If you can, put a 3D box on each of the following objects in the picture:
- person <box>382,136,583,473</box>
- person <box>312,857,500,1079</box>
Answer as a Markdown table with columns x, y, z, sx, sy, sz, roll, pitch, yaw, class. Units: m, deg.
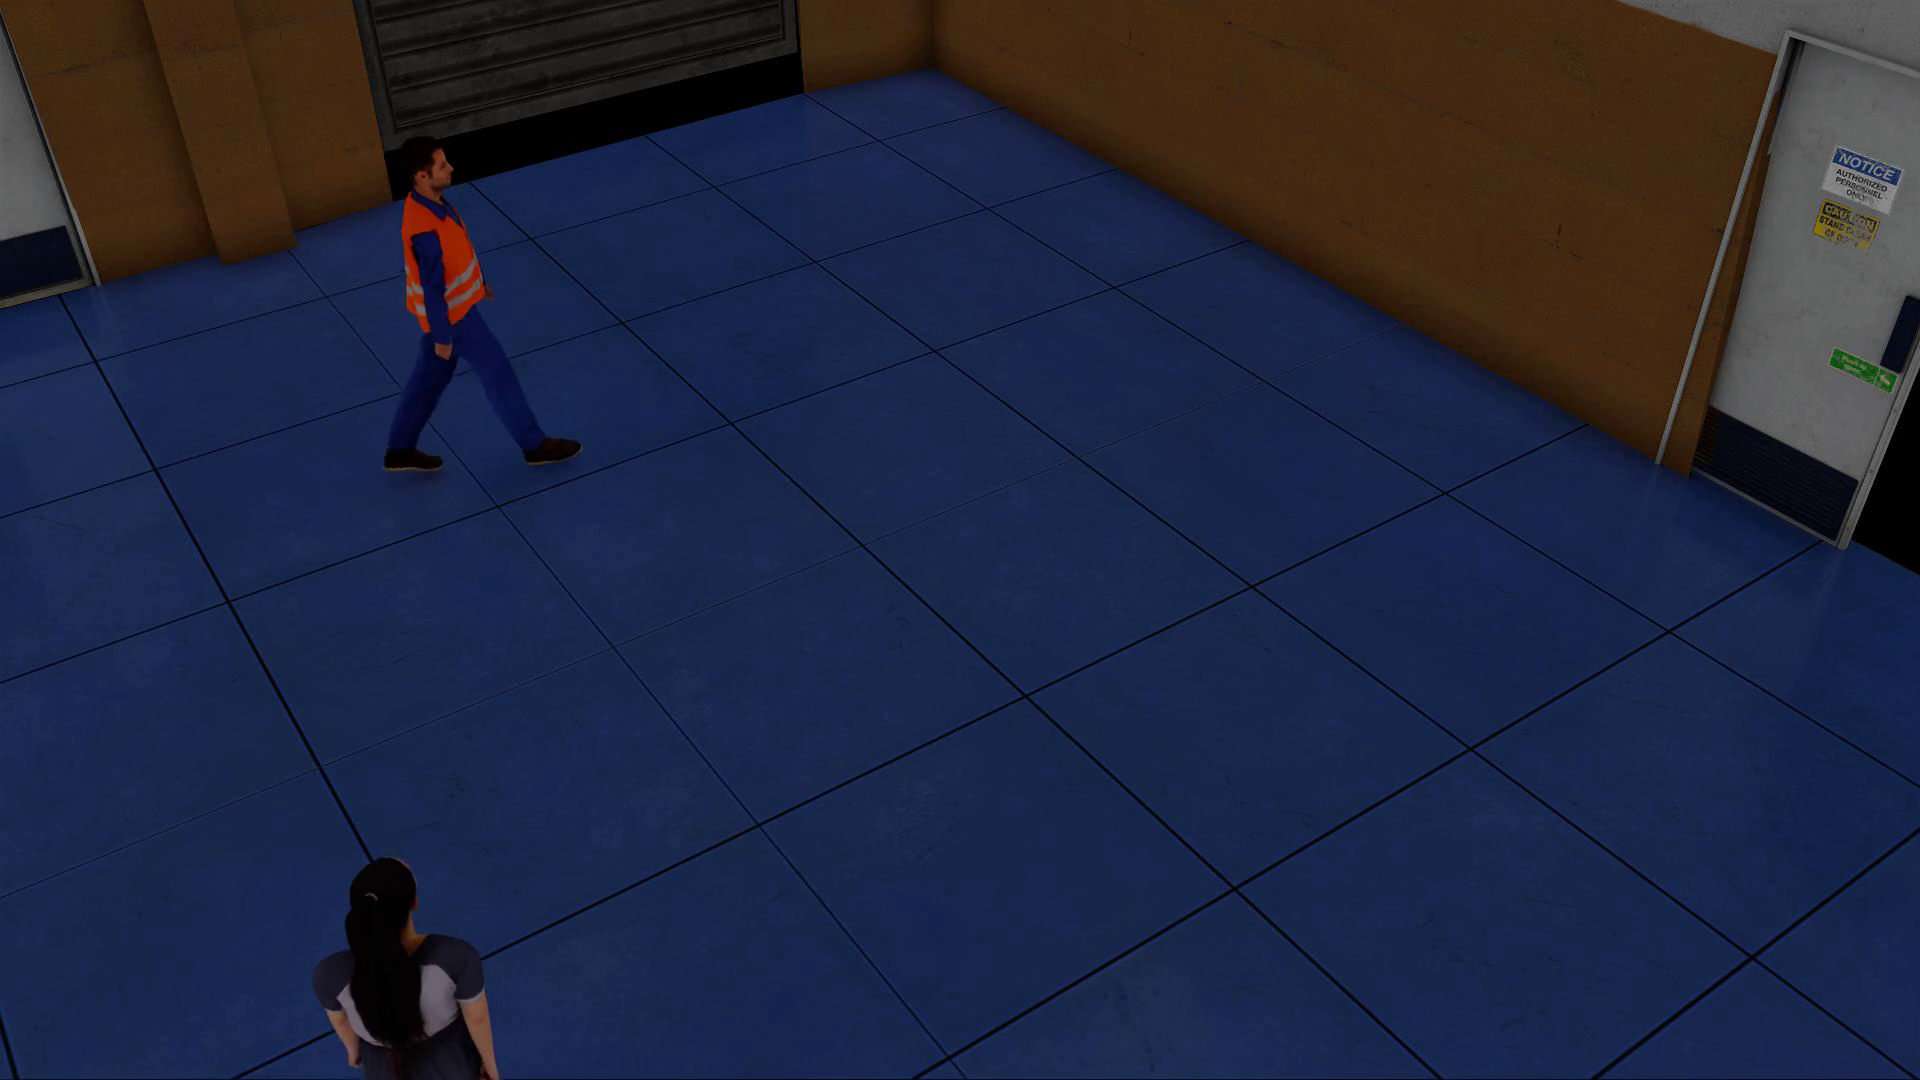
| x | y | z | sx | sy | sz | roll | pitch | yaw | class |
| --- | --- | --- | --- | --- | --- | --- | --- | --- | --- |
| -2.560 | -1.067 | 8.050 | 1.297 | 1.823 | 0.924 | -11 | 38 | -14 | person |
| -1.525 | 1.557 | 4.718 | 0.980 | 1.626 | 0.848 | -10 | 38 | -12 | person |
